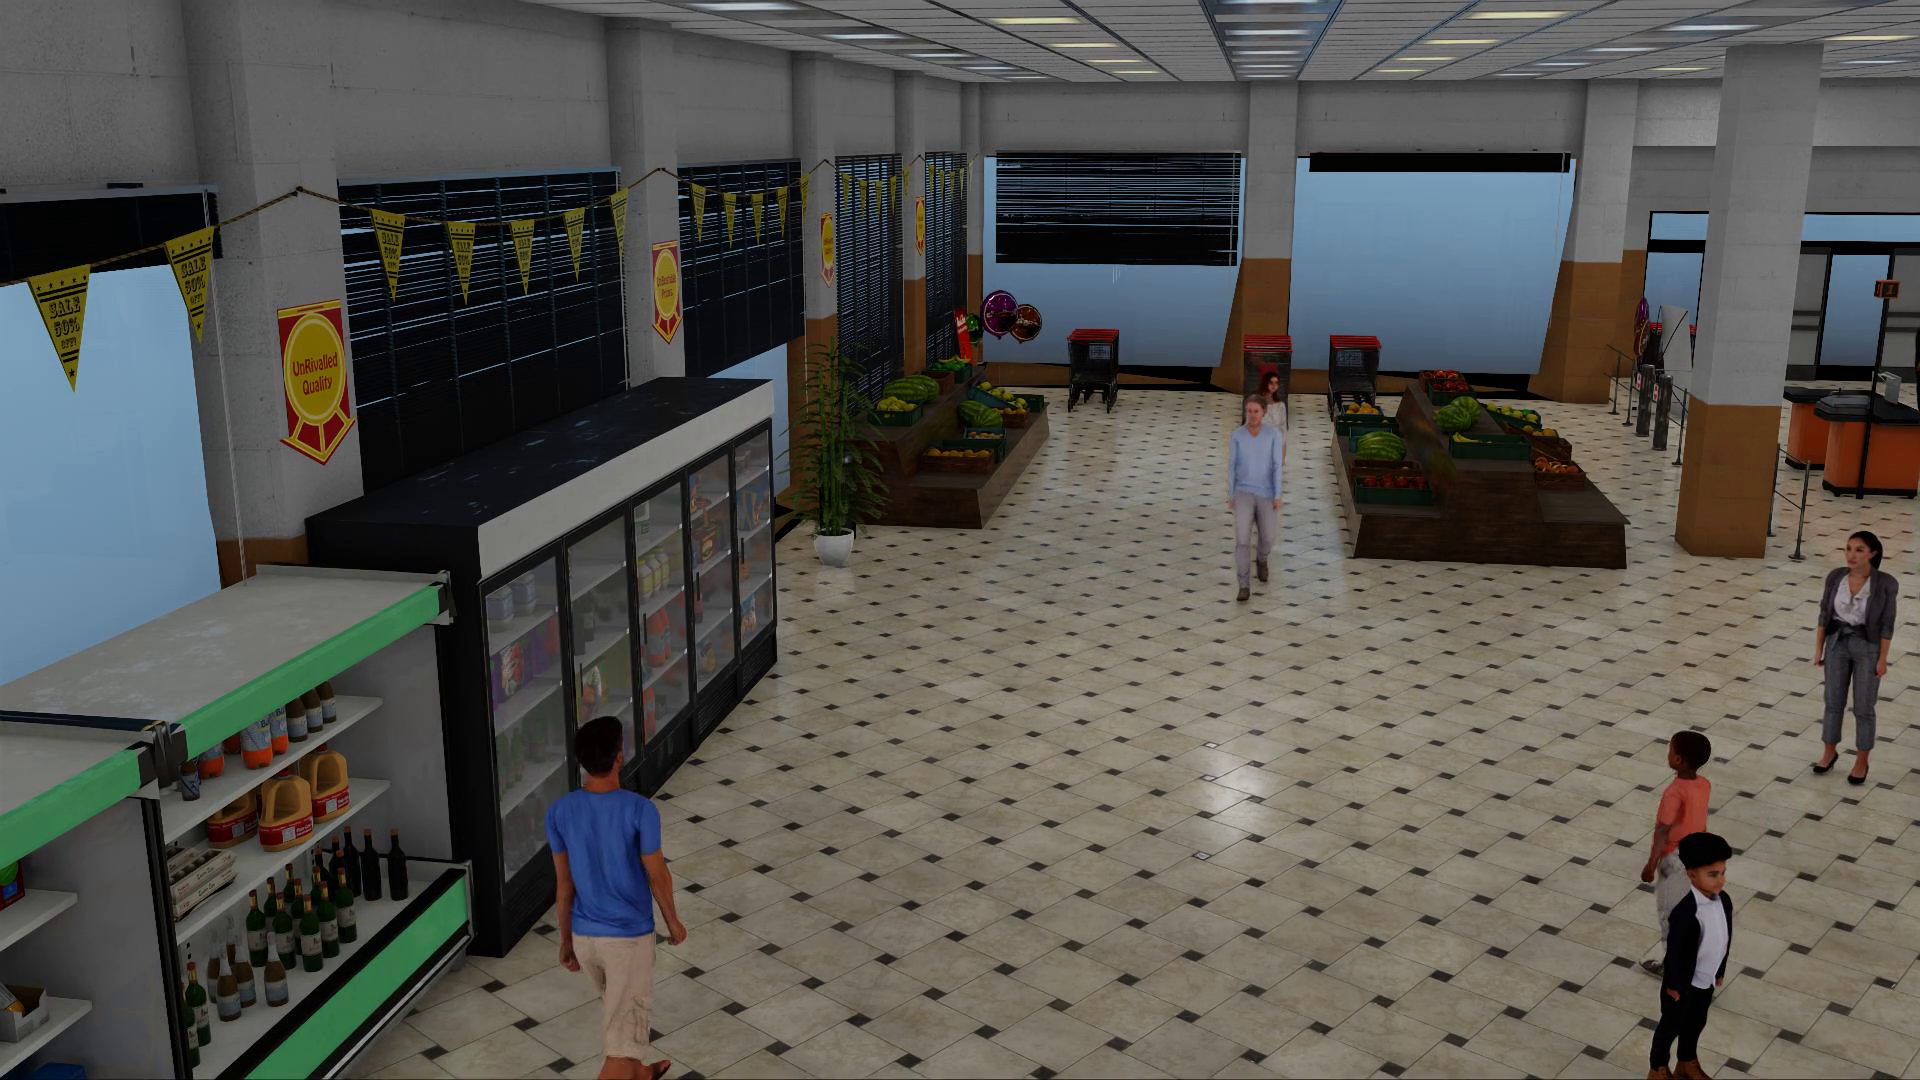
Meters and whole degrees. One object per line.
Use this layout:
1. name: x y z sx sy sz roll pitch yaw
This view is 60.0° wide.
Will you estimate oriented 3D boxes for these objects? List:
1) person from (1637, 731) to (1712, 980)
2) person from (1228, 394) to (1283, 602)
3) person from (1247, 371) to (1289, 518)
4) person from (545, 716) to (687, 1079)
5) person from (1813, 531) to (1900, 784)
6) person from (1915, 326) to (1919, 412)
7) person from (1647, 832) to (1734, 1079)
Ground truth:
1. person: 3.618 1.592 8.225 0.590 1.301 0.652 -10 17 -35
2. person: 2.710 -0.404 15.243 0.650 1.873 1.027 3 14 11
3. person: 3.271 -0.957 17.922 0.760 1.684 1.164 0 14 -2
4. person: -1.442 1.666 6.781 0.743 1.837 1.254 4 14 17
5. person: 5.865 0.752 10.901 0.765 1.673 0.721 -12 18 -40
6. person: 14.352 -2.711 24.661 0.843 1.917 0.704 11 17 37
7. person: 3.210 1.857 7.300 0.573 1.222 0.614 -7 15 -26
